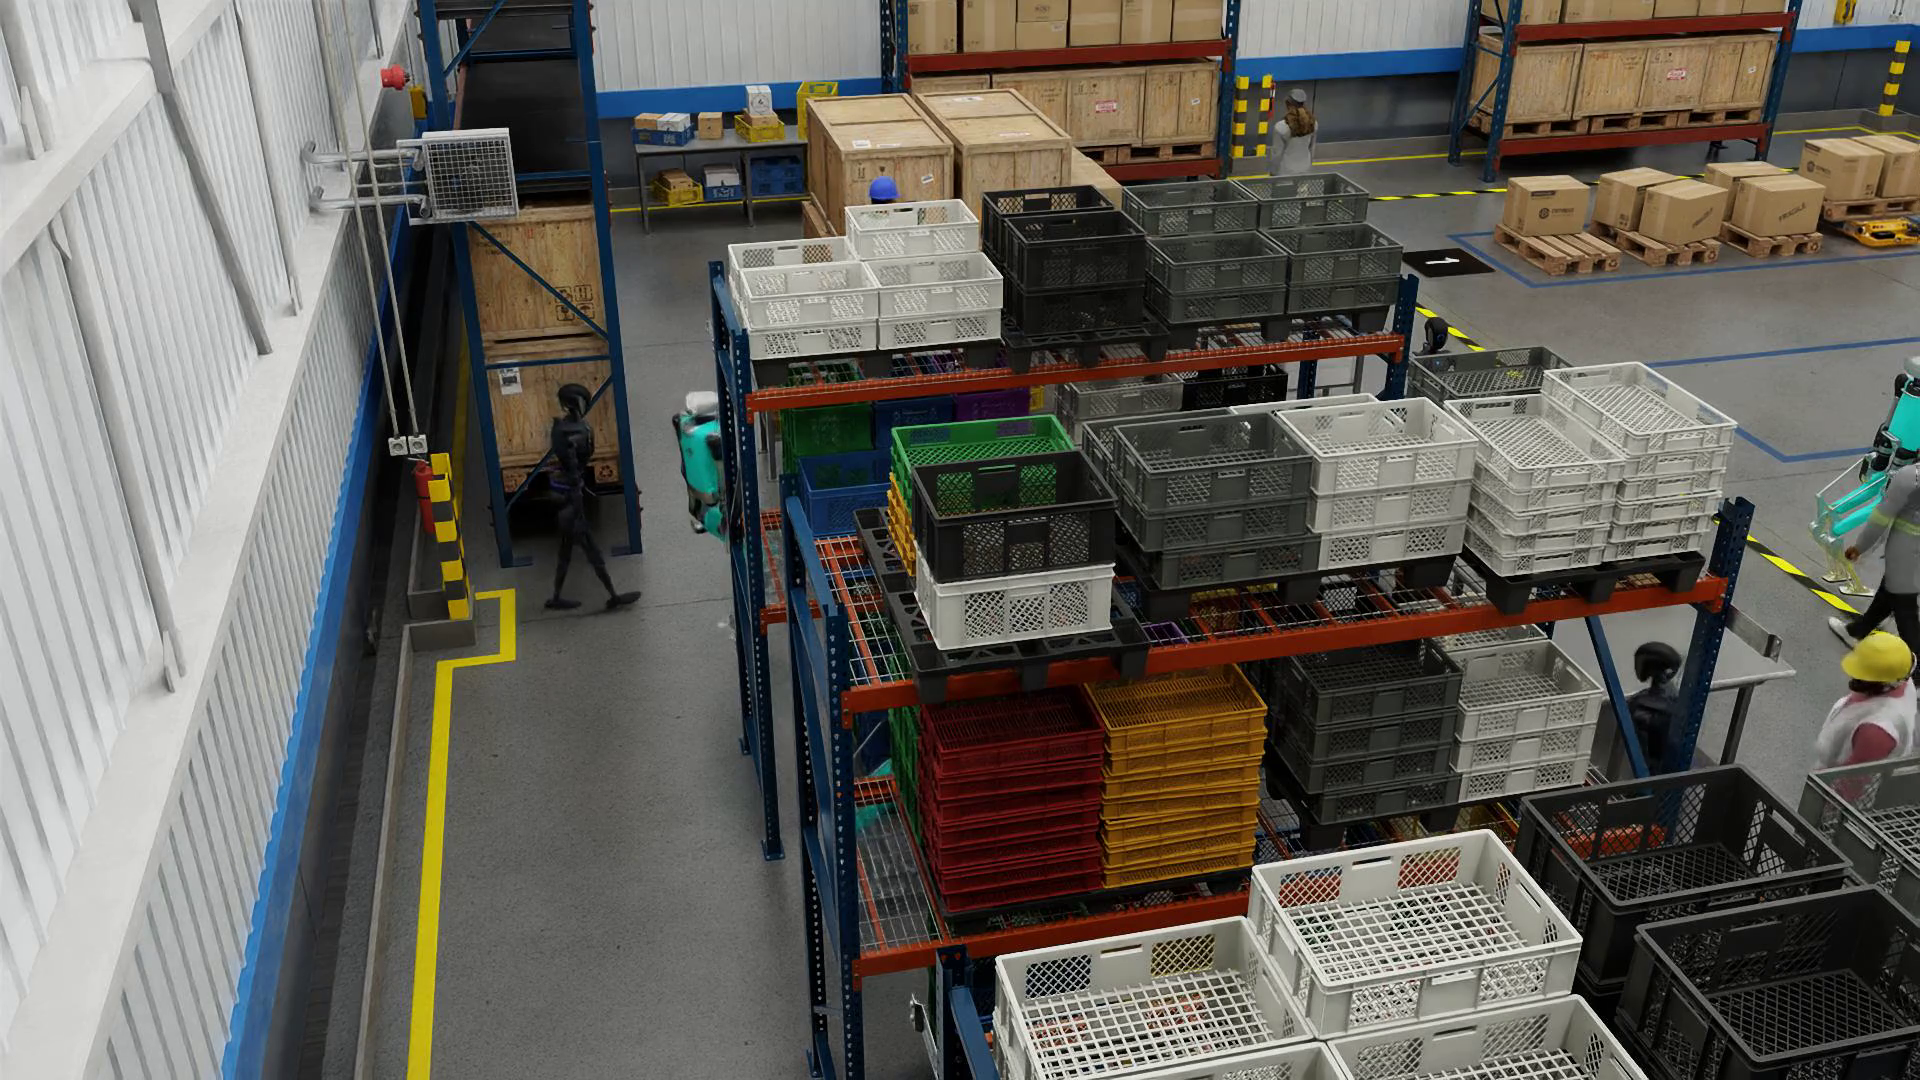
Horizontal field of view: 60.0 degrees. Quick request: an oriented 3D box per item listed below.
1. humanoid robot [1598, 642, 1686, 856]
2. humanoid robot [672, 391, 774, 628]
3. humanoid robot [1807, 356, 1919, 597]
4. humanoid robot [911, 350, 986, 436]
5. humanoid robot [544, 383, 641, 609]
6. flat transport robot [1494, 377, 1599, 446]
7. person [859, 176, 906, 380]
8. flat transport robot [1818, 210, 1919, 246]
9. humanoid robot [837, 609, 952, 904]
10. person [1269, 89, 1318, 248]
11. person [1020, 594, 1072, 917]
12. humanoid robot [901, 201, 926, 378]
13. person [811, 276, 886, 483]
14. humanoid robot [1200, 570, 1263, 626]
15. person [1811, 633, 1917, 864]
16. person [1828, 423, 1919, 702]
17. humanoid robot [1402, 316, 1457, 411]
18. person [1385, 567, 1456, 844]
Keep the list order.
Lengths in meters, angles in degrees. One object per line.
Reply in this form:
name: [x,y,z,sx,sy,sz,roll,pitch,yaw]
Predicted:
humanoid robot: [3.362,1.227,8.242,0.753,1.622,0.613,18,33,31]
humanoid robot: [-1.447,-0.159,10.808,0.673,1.832,0.538,-22,35,-36]
humanoid robot: [6.054,-0.418,11.124,0.735,1.675,0.533,-1,28,-3]
humanoid robot: [-0.102,-0.361,11.063,0.531,1.692,0.744,4,28,8]
humanoid robot: [-2.542,-0.280,11.087,0.660,1.636,0.590,-6,28,-11]
flat transport robot: [4.780,-1.036,14.013,0.659,0.231,1.431,-6,28,-12]
person: [-0.663,-2.172,14.370,0.613,1.942,0.402,22,35,35]
flat transport robot: [10.216,-3.678,18.994,0.652,0.197,1.431,-6,28,-12]
humanoid robot: [-0.369,1.078,8.393,0.797,1.731,0.535,-6,28,-12]
person: [3.587,-3.985,17.996,0.563,1.770,0.396,-13,31,-23]
person: [0.463,1.046,8.330,0.355,1.883,0.574,-3,28,-6]
humanoid robot: [-0.464,-2.194,14.705,0.356,1.647,0.591,-5,28,-10]
person: [-0.735,-0.950,12.011,0.696,1.979,0.698,11,30,20]
humanoid robot: [2.003,-0.162,10.777,1.012,1.720,0.542,-4,28,-8]
person: [4.370,1.194,8.148,0.406,1.797,0.646,18,33,30]
person: [5.894,0.049,10.308,0.599,1.802,0.960,-8,29,-14]
humanoid robot: [3.366,-0.840,12.114,0.599,1.657,0.315,-6,28,-11]
person: [2.285,0.932,8.593,0.429,1.839,0.631,10,29,18]
